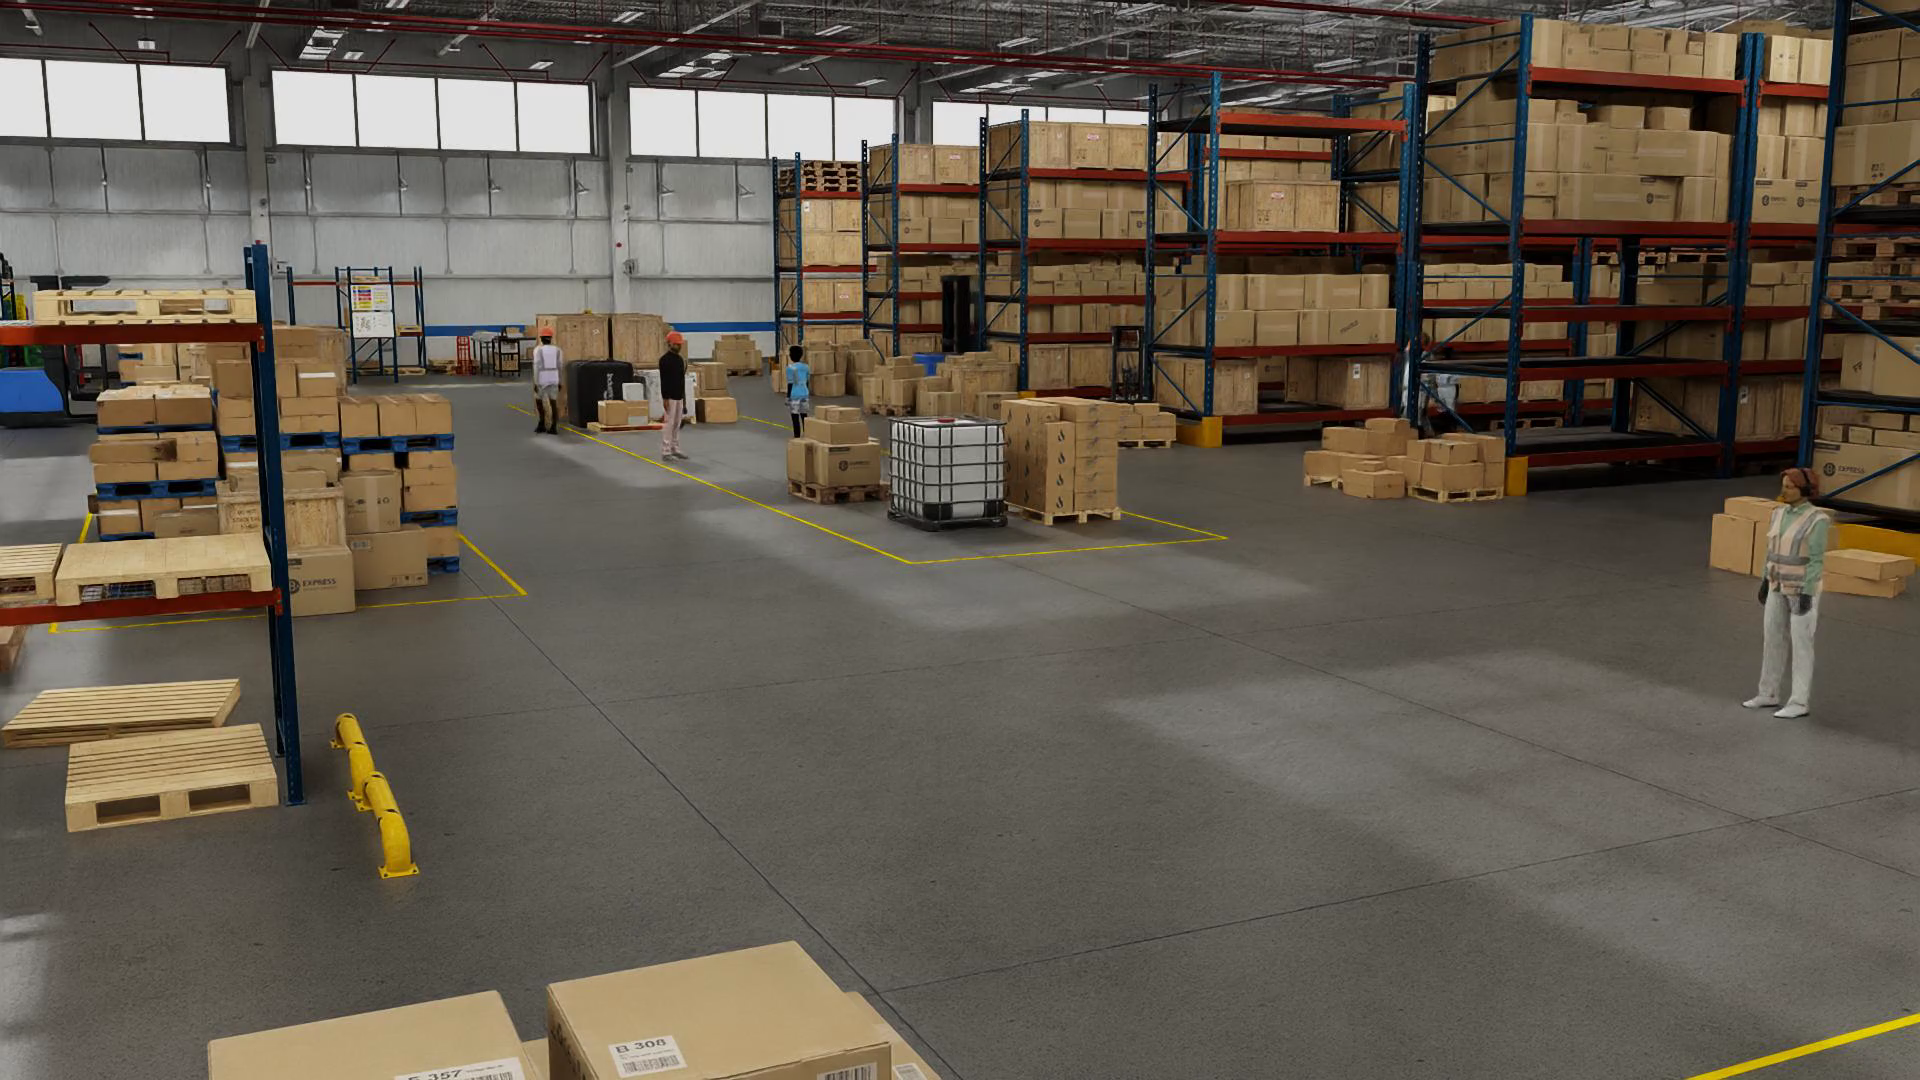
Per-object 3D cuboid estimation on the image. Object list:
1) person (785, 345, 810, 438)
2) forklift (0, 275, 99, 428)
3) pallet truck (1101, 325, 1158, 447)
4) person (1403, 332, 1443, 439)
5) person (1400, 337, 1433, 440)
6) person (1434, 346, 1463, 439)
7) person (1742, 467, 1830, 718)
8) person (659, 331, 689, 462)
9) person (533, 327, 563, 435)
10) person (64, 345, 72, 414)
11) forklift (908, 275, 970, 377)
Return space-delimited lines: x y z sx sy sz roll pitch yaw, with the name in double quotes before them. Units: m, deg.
"person" -2.679 -2.339 27.300 0.343 1.698 0.540 6 11 34
"forklift" -17.011 -3.559 31.168 1.873 2.768 1.129 -4 10 -25
"pallet truck" 2.881 -2.596 27.923 0.823 1.965 1.885 -1 9 -7
"person" 7.780 -2.569 28.127 1.038 1.888 0.652 -4 10 -22
"person" 6.681 -2.010 24.474 0.358 1.938 0.542 -5 10 -27
"person" 8.223 -2.428 27.872 0.648 1.666 0.552 -5 11 -30
"person" 5.412 0.339 10.838 0.341 1.639 0.518 -2 9 -12
"person" -4.371 -2.197 25.466 0.401 1.989 0.623 3 10 18
"person" -7.399 -2.844 29.706 0.583 1.913 0.705 -7 12 -37
"person" -17.969 -3.391 33.100 0.363 1.929 0.628 -1 9 -9
"forklift" -0.122 -4.462 36.771 1.873 2.768 1.129 -4 10 -25
